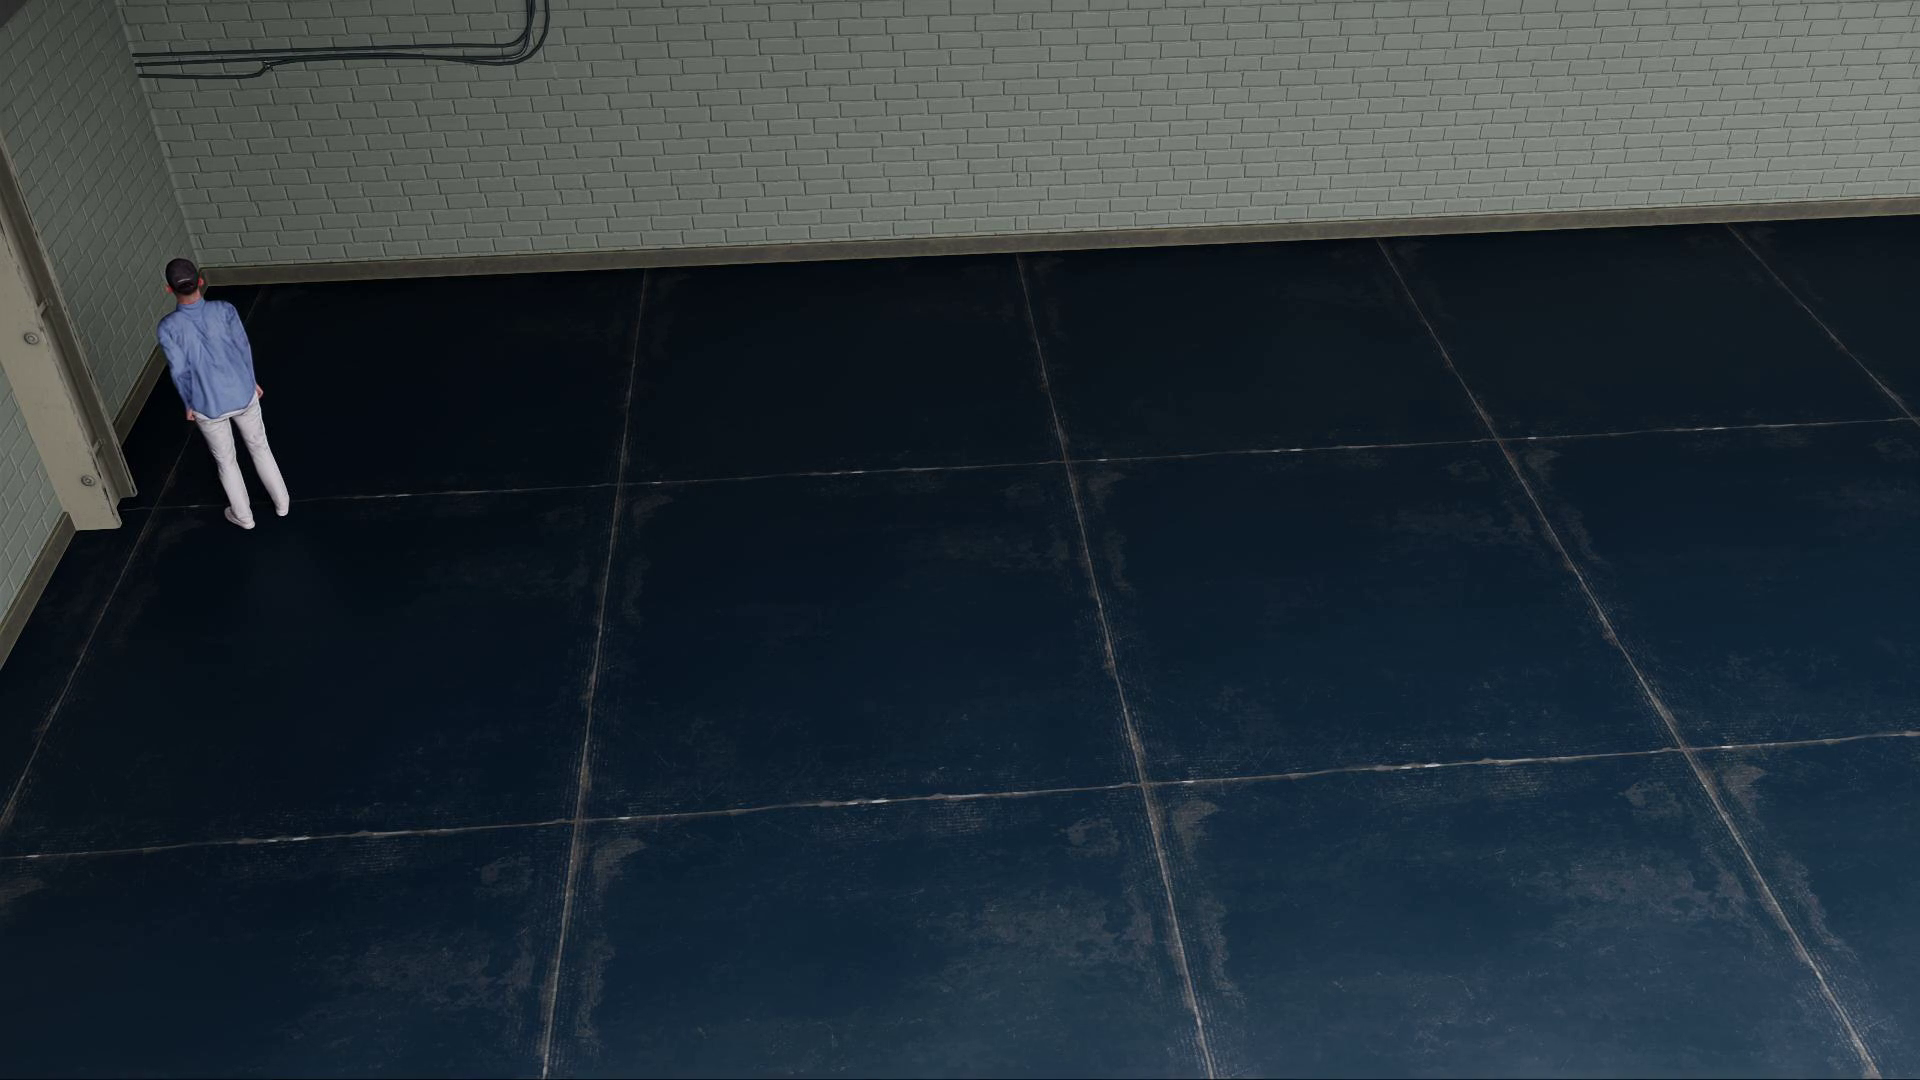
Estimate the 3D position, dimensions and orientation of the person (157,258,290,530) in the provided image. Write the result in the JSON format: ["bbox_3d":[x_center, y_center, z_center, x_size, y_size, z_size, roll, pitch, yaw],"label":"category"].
[{"bbox_3d":[-4.521,-0.890,10.187,0.743,1.888,0.763,-26,45,-30],"label":"person"}]
